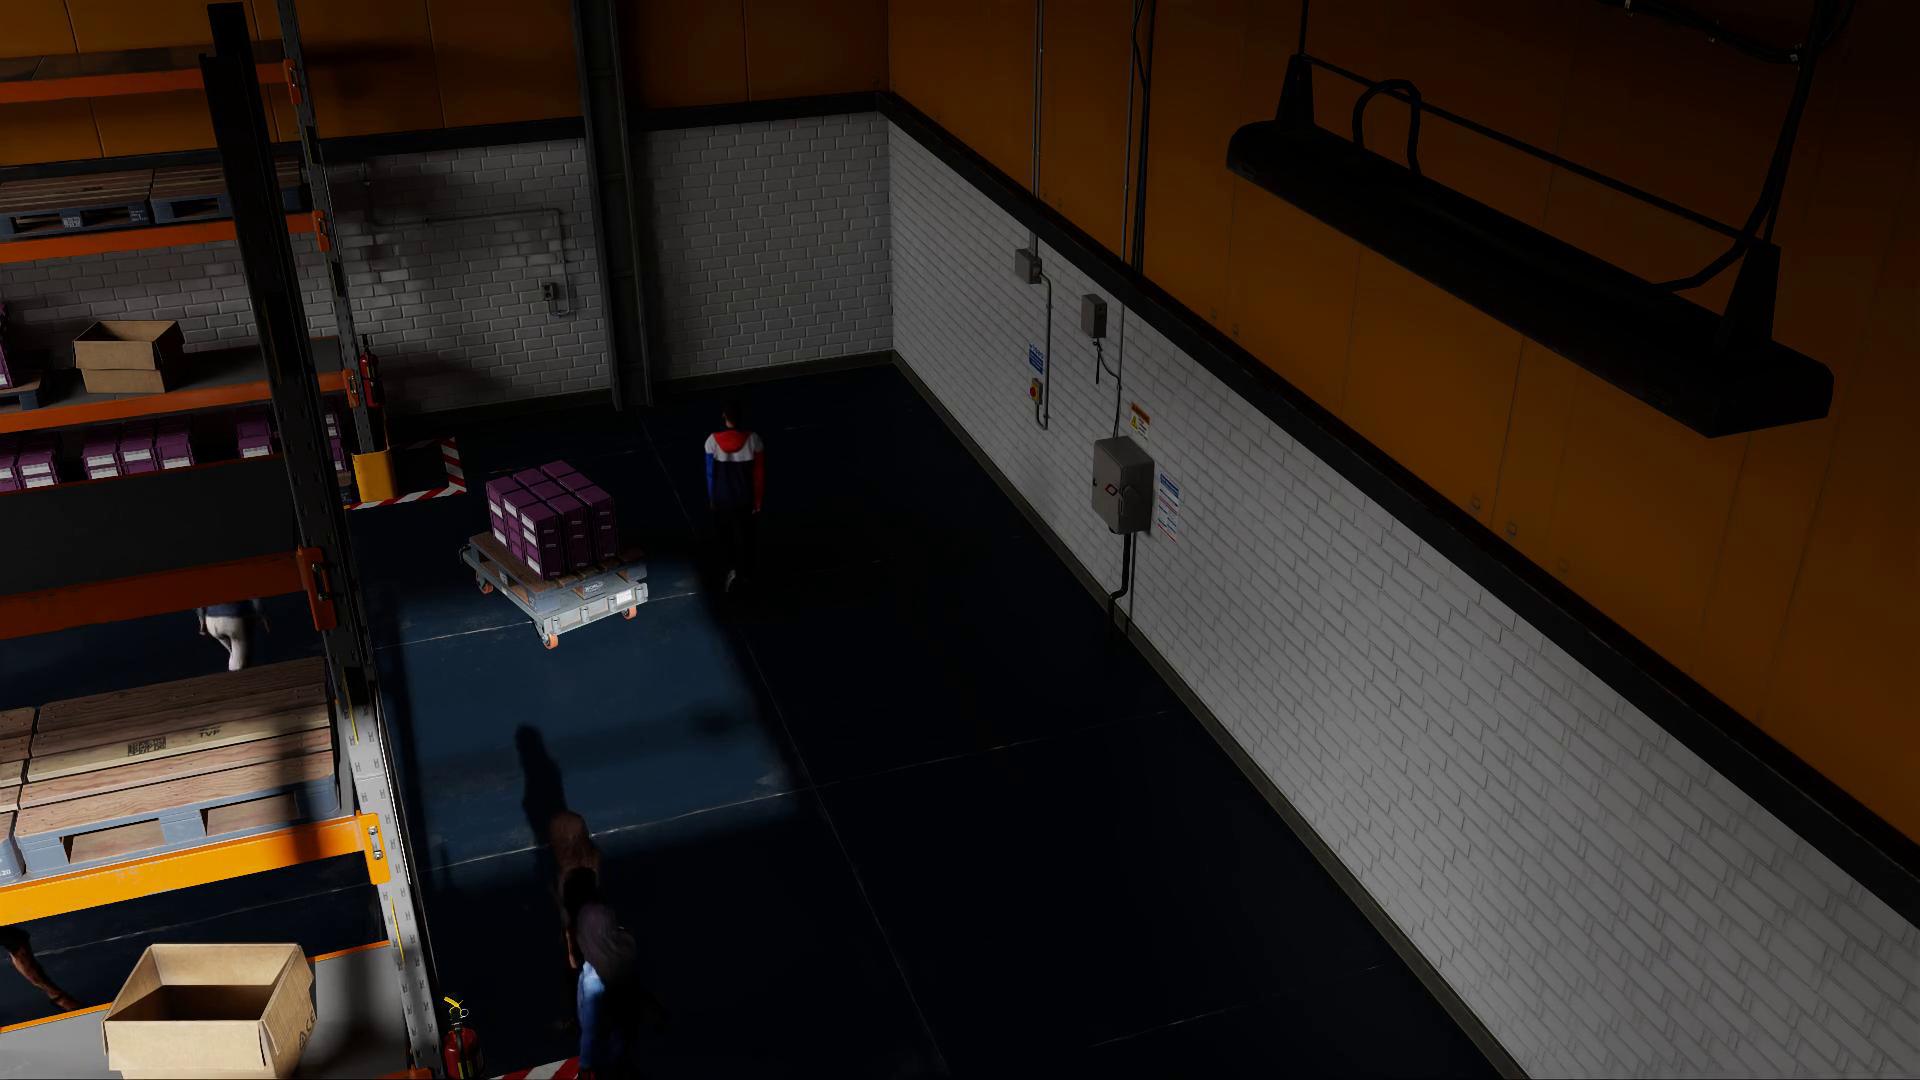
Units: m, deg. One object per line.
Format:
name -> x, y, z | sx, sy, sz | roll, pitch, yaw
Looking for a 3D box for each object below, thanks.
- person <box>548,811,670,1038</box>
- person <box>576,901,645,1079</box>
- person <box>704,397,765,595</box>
person -> -2.038, 2.207, 9.390 | 1.031, 1.626, 0.951 | 10, 30, 18
person -> -1.714, 2.568, 8.645 | 0.854, 1.706, 0.818 | 2, 29, 3
person -> -1.881, -0.334, 13.930 | 0.914, 1.739, 0.818 | -4, 29, -6
